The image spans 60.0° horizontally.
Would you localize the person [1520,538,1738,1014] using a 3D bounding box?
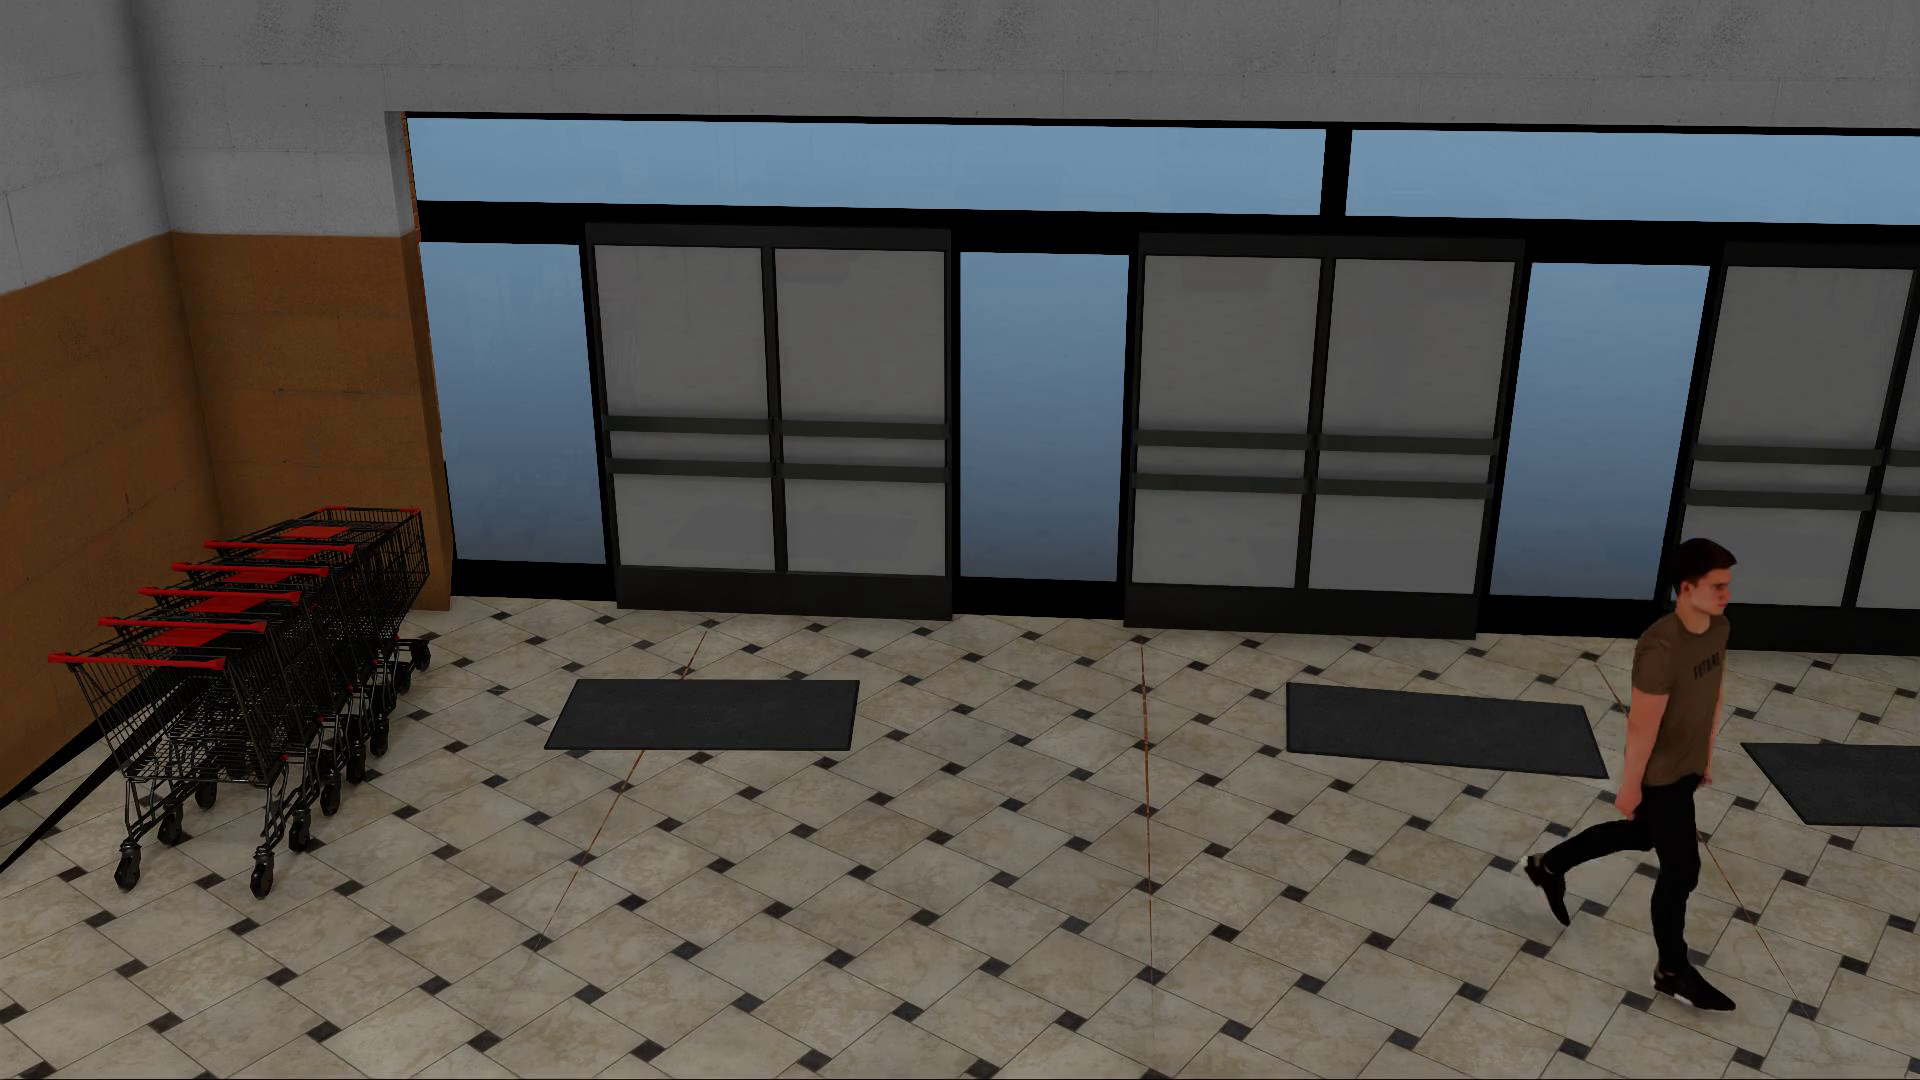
[{"bbox_3d":[2.618,0.846,6.366,1.199,1.822,1.238,-19,29,-39],"label":"person"}]
